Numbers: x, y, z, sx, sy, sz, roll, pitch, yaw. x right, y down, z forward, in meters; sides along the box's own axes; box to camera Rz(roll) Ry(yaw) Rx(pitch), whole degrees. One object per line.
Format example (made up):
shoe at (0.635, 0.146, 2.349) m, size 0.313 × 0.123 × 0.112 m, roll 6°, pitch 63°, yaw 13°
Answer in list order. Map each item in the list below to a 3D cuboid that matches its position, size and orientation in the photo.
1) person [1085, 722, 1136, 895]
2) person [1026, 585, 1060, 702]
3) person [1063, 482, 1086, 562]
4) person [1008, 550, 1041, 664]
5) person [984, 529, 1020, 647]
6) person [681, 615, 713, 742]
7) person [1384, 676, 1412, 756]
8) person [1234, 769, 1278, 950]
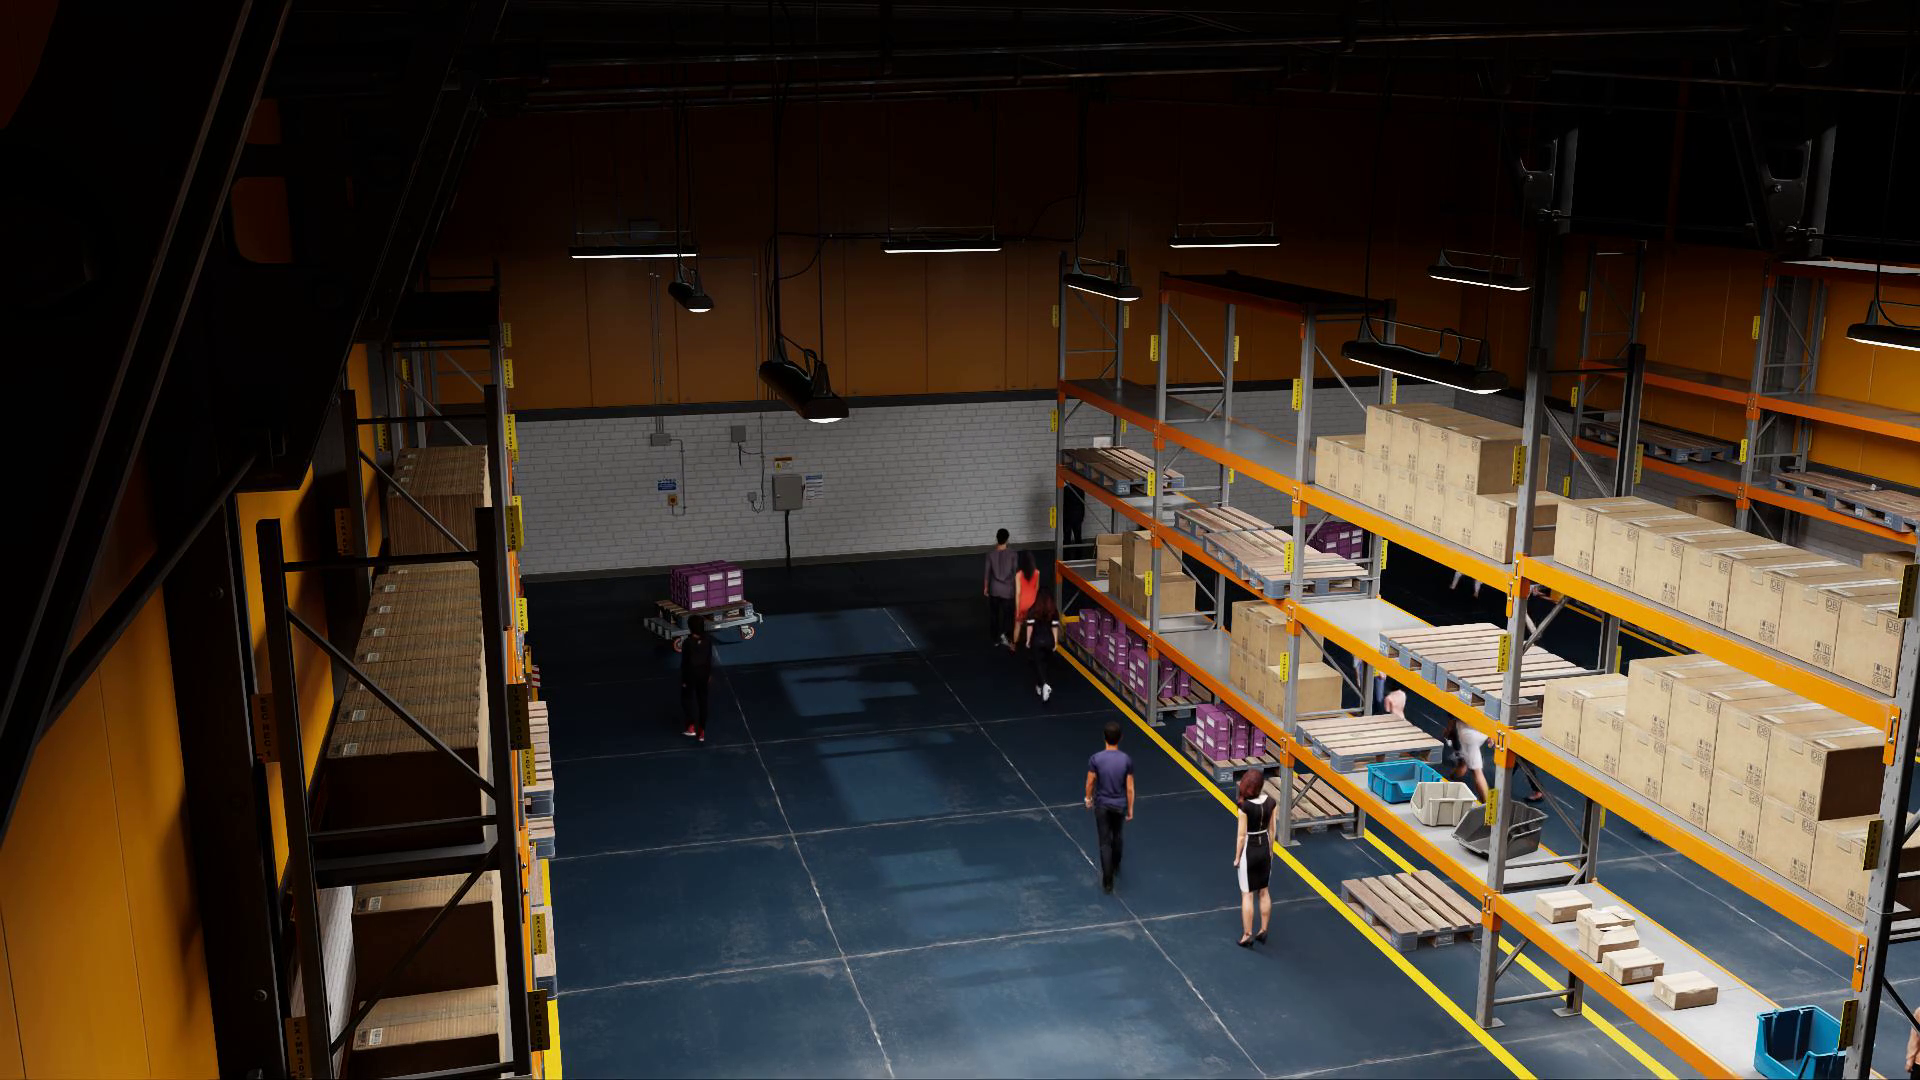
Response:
person at (1.554, 2.788, 17.156) m, size 0.759 × 1.765 × 0.998 m, roll -1°, pitch 14°, yaw -4°
person at (1.145, 1.450, 23.000) m, size 0.605 × 1.614 × 1.032 m, roll -3°, pitch 14°, yaw -12°
person at (2.049, -0.443, 30.392) m, size 0.732 × 1.815 × 0.678 m, roll -8°, pitch 16°, yaw -28°
person at (1.046, 1.033, 24.611) m, size 0.639 × 1.667 × 1.125 m, roll -5°, pitch 15°, yaw -21°
person at (0.634, 0.766, 25.363) m, size 0.844 × 1.831 × 0.898 m, roll 2°, pitch 14°, yaw 7°
person at (-3.366, 1.795, 21.463) m, size 0.711 × 1.666 × 0.717 m, roll -9°, pitch 16°, yaw -32°
person at (5.356, 2.275, 20.271) m, size 0.595 × 1.294 × 0.932 m, roll -5°, pitch 15°, yaw -22°
person at (2.831, 3.056, 15.981) m, size 0.600 × 1.795 × 0.531 m, roll -6°, pitch 15°, yaw -22°
